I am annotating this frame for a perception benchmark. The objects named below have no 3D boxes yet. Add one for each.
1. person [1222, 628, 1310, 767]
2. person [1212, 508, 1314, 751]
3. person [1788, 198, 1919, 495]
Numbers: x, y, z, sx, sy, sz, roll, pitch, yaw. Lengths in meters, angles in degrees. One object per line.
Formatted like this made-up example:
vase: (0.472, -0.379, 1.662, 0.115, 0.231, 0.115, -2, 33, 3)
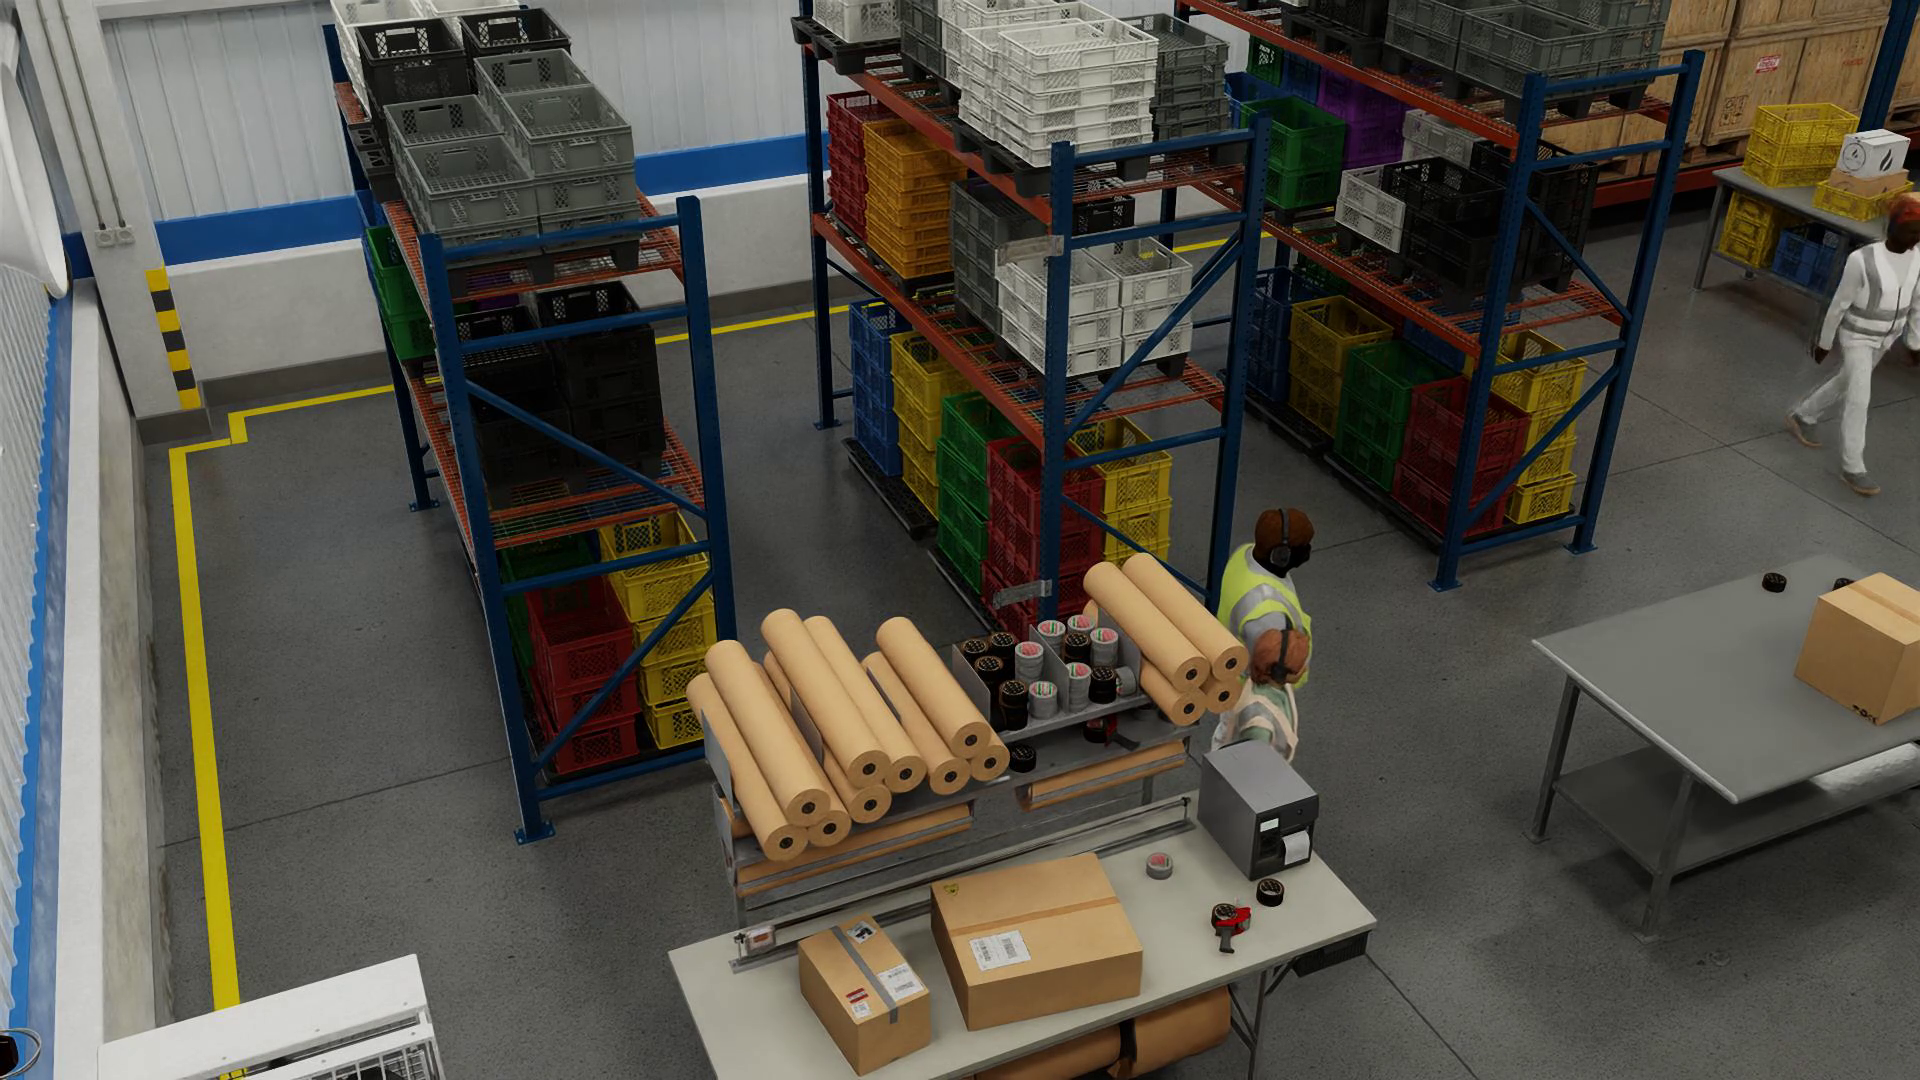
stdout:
person: (1.228, 1.050, 6.959, 0.324, 1.628, 0.528, 11, 33, 17)
person: (1.321, 0.662, 7.395, 0.430, 1.836, 0.630, 0, 32, 1)
person: (5.759, -1.303, 10.580, 0.571, 1.847, 0.969, -9, 33, -14)
